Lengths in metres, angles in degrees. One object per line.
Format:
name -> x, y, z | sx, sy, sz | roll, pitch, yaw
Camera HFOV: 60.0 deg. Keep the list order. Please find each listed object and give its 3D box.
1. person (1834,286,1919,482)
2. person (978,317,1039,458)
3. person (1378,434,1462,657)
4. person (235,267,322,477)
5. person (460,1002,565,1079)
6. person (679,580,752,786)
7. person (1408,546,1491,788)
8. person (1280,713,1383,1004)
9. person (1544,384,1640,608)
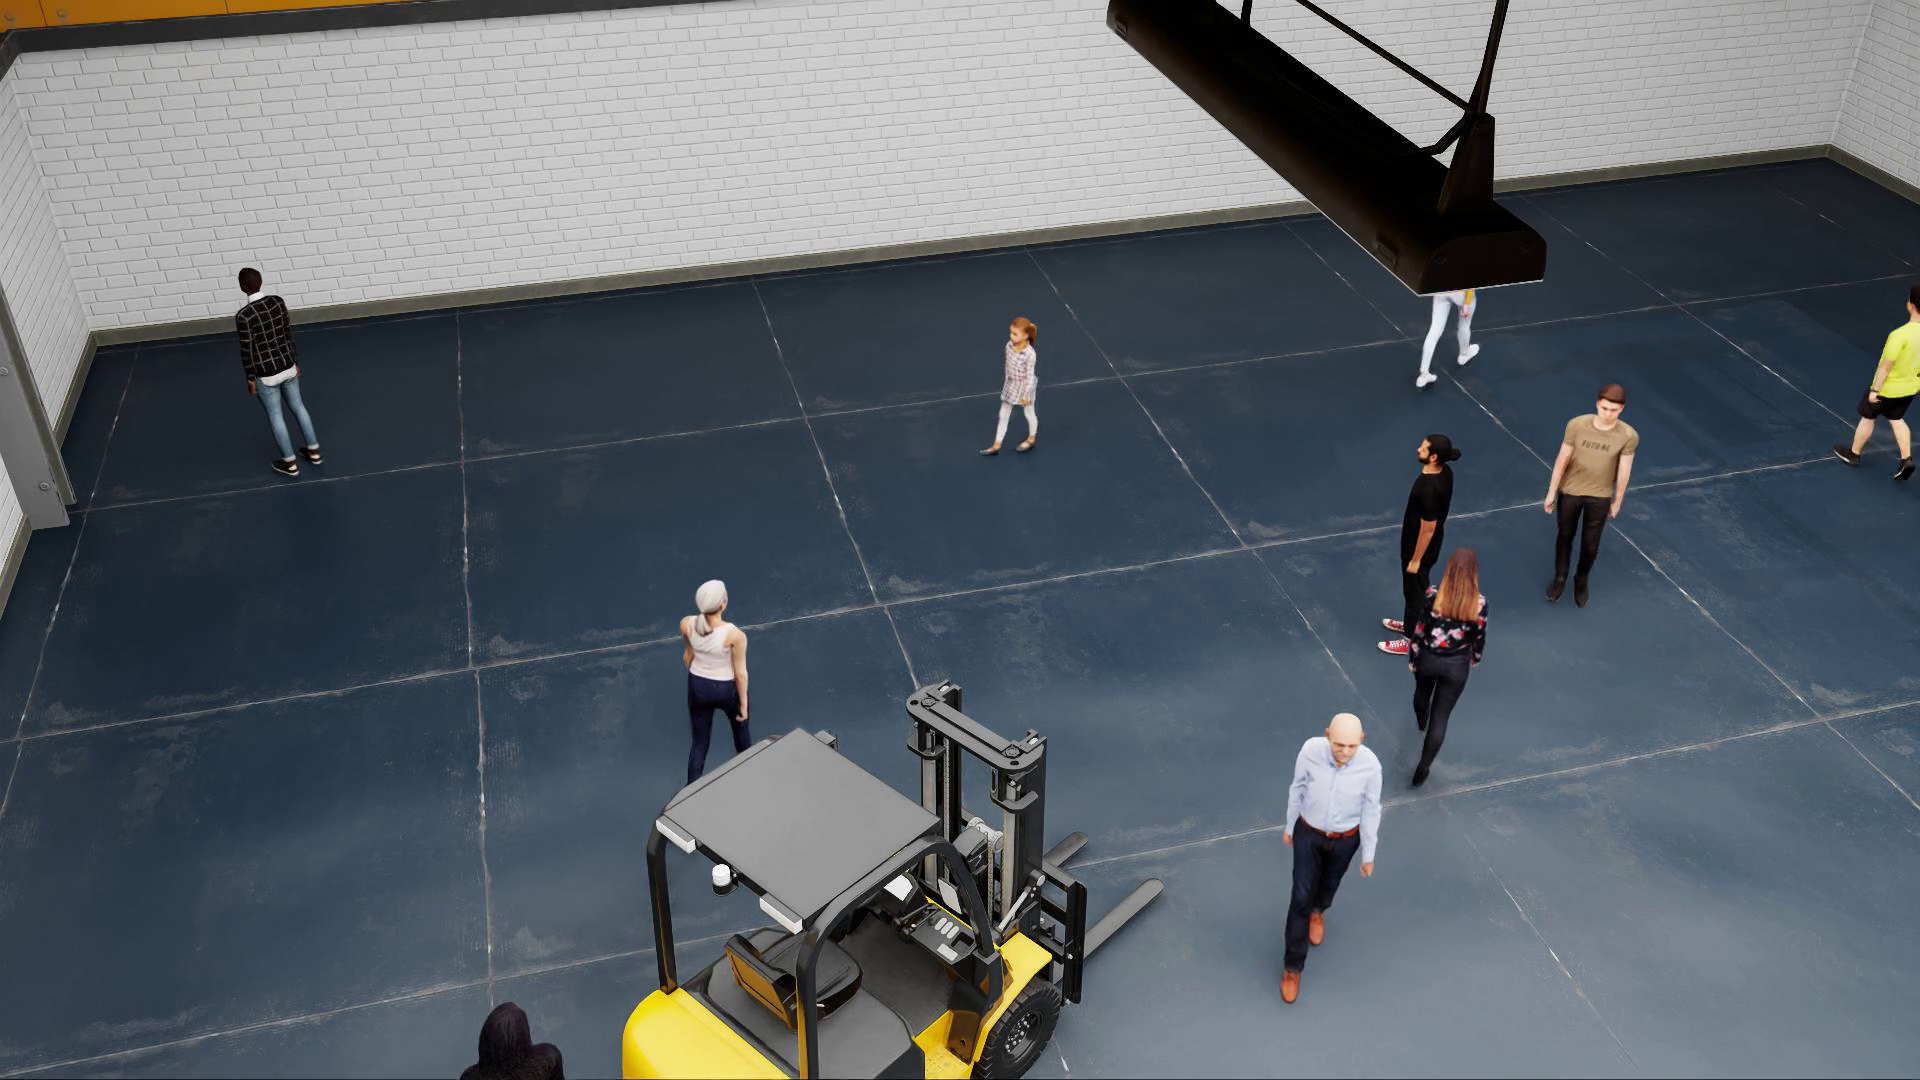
person -> 7.776, -1.262, 13.700 | 0.666, 1.691, 0.975 | -7, 34, -10
person -> 0.571, -1.321, 14.151 | 0.815, 1.291, 0.841 | -26, 41, -33
person -> 3.254, 0.025, 11.704 | 0.773, 1.758, 0.681 | 12, 35, 17
person -> -5.682, -1.405, 13.799 | 0.780, 1.819, 0.724 | 18, 38, 25
person -> -1.951, 2.805, 7.570 | 0.708, 1.705, 0.900 | -17, 37, -24
person -> -1.549, 1.000, 10.302 | 0.917, 1.686, 1.119 | 8, 34, 11
person -> 3.066, 0.838, 10.591 | 1.006, 1.636, 1.124 | 14, 36, 20
person -> 2.062, 1.627, 9.290 | 0.974, 1.762, 1.155 | 8, 34, 12
person -> 4.617, -0.380, 12.239 | 0.783, 1.840, 0.843 | 18, 38, 25
